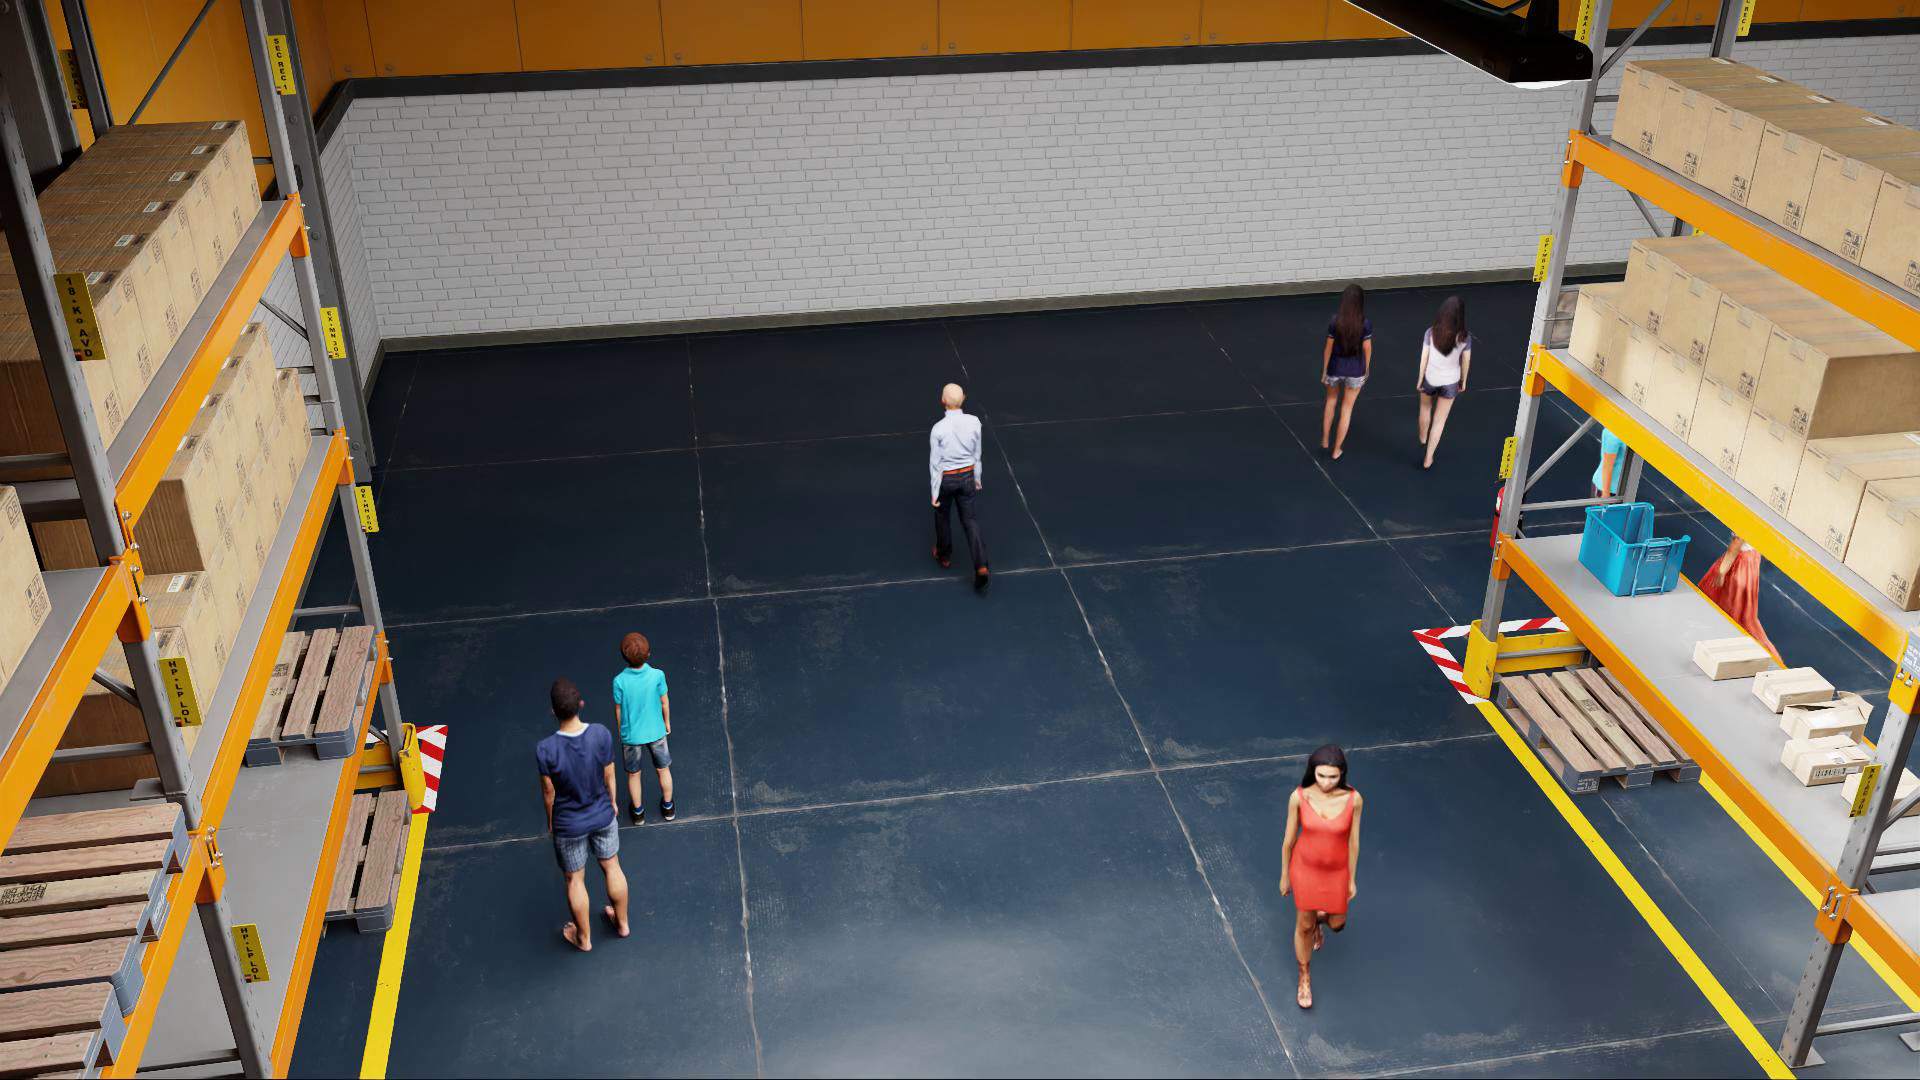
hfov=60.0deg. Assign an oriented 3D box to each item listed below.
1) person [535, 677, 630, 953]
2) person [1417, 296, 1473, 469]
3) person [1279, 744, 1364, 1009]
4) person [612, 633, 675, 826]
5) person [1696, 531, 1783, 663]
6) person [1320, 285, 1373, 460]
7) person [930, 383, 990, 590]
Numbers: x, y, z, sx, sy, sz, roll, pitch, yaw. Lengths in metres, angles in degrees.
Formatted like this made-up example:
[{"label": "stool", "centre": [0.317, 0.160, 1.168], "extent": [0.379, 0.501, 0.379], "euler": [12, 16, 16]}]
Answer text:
[{"label": "person", "centre": [-2.268, 1.663, 9.995], "extent": [0.680, 1.841, 0.666], "euler": [-16, 32, -27]}, {"label": "person", "centre": [4.594, -1.478, 15.931], "extent": [0.895, 1.671, 1.079], "euler": [9, 30, 16]}, {"label": "person", "centre": [2.101, 1.890, 9.717], "extent": [0.731, 1.709, 0.925], "euler": [2, 29, 4]}, {"label": "person", "centre": [-2.124, 1.262, 11.141], "extent": [0.548, 1.448, 0.537], "euler": [-10, 30, -18]}, {"label": "person", "centre": [6.010, 0.260, 12.649], "extent": [1.206, 1.763, 1.140], "euler": [19, 34, 31]}, {"label": "person", "centre": [3.704, -1.572, 16.014], "extent": [0.702, 1.757, 0.743], "euler": [9, 30, 16]}, {"label": "person", "centre": [0.006, -0.420, 13.899], "extent": [0.806, 1.759, 1.229], "euler": [-11, 30, -19]}]
